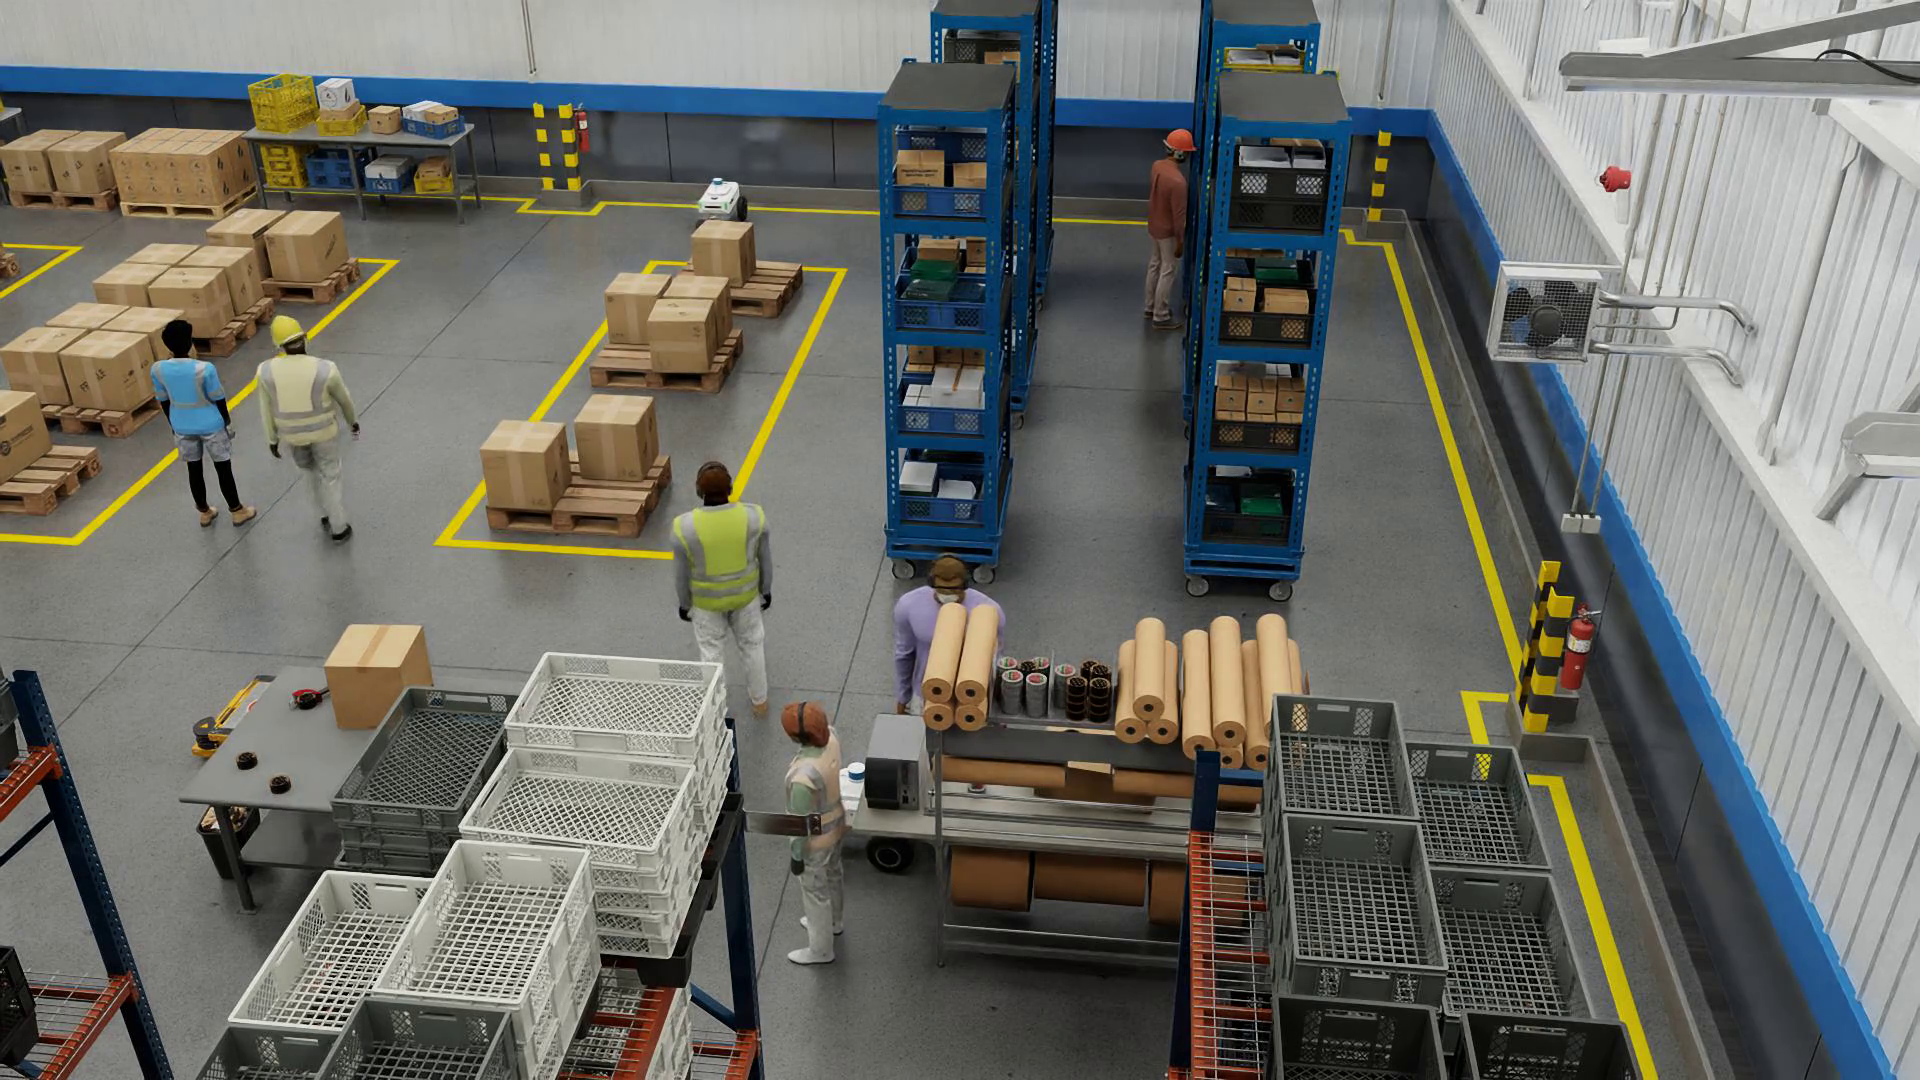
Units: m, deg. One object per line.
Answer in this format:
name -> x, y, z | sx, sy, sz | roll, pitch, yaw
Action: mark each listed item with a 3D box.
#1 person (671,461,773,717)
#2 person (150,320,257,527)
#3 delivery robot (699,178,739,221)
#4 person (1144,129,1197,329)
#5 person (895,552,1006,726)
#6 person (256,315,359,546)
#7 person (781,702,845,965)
person -> -1.488, 0.339, 10.515 | 0.633, 1.839, 0.429 | -10, 32, -17
person -> -5.826, -0.879, 12.751 | 0.533, 1.693, 0.319 | 1, 30, 2
delivery robot -> -2.741, -3.872, 18.927 | 0.477, 0.478, 0.707 | 2, 30, 4
person -> 2.031, -3.008, 16.132 | 0.411, 1.980, 0.629 | -10, 32, -16
person -> -0.059, 0.885, 9.494 | 0.630, 1.931, 0.367 | 5, 31, 9
person -> -4.890, -0.851, 12.581 | 0.627, 1.806, 0.641 | -3, 30, -5
person -> -0.763, 1.523, 8.687 | 0.335, 1.631, 0.517 | 8, 31, 13
